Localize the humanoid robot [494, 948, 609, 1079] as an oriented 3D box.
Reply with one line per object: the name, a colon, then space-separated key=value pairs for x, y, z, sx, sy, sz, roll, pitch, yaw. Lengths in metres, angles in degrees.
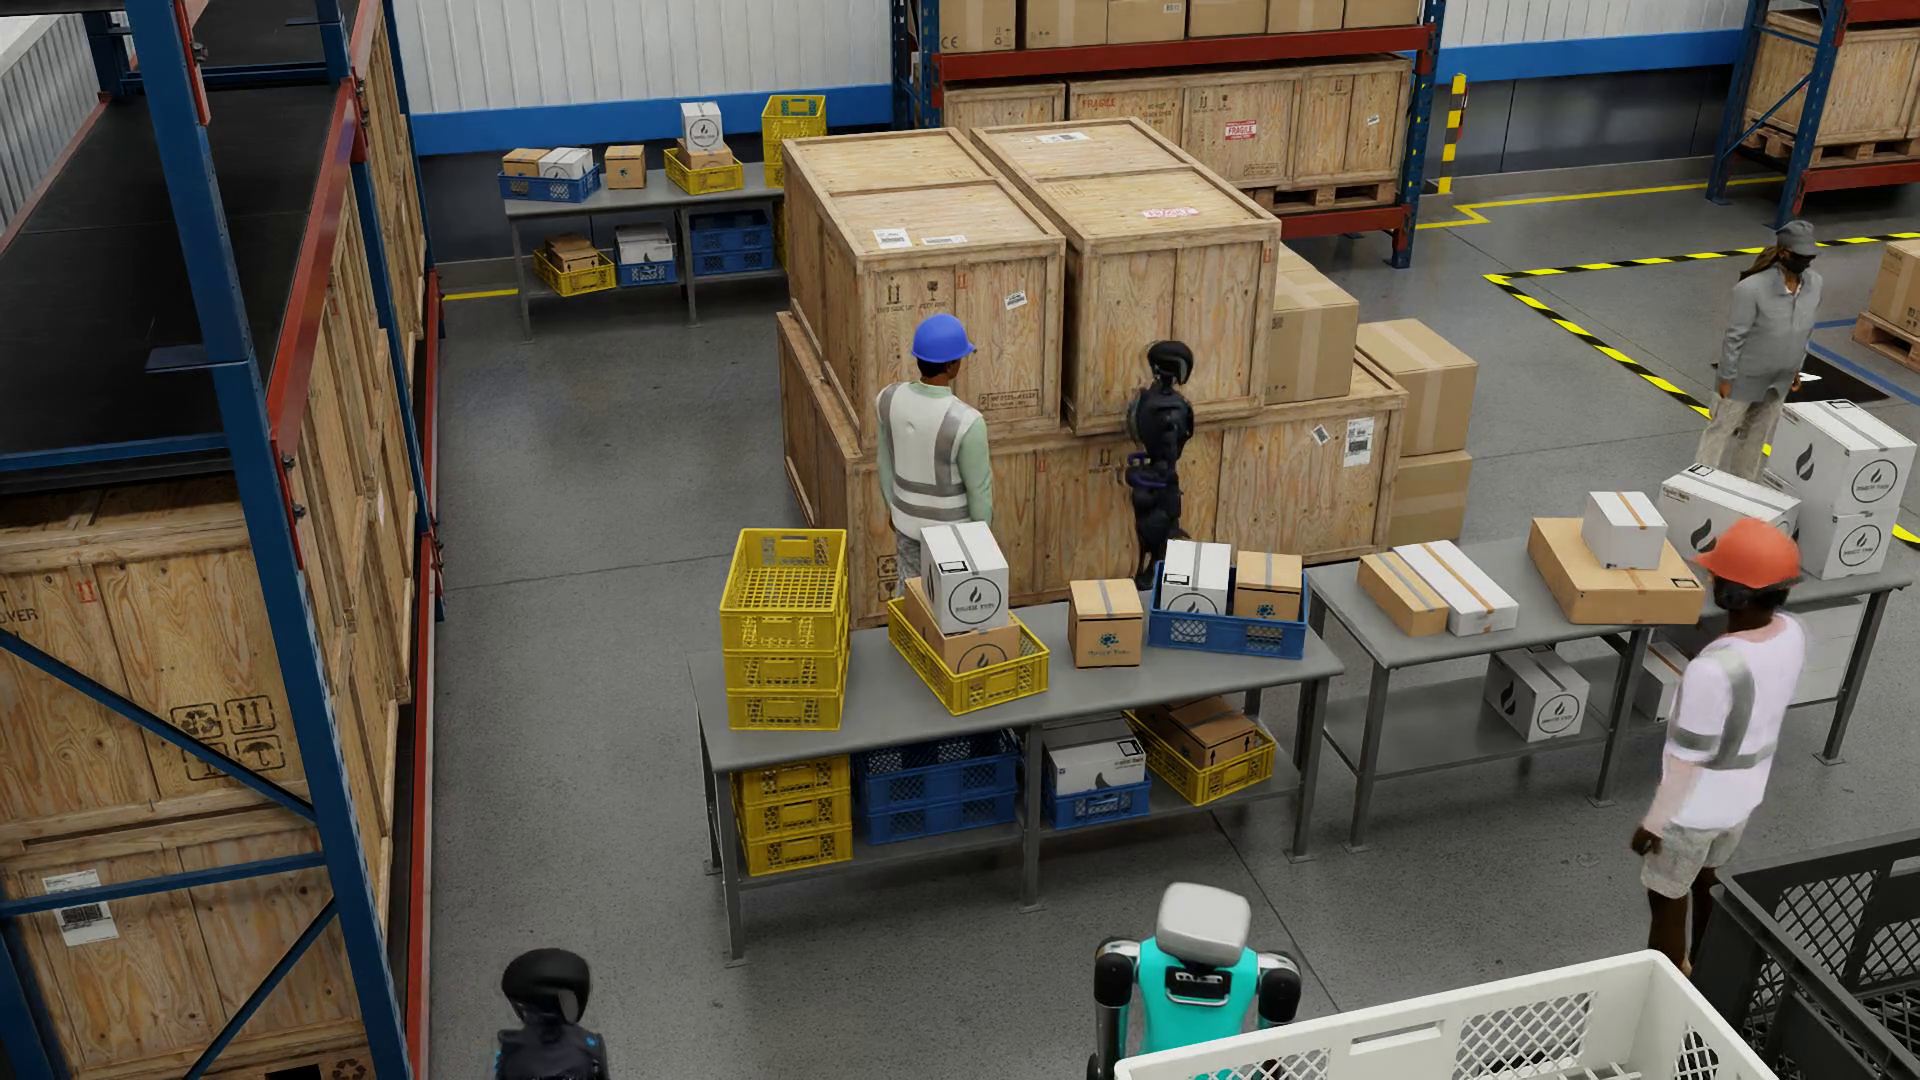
humanoid robot: x=-1.052 y=1.754 z=4.519 sx=0.791 sy=1.620 sz=0.595 roll=-7 pitch=30 yaw=-12

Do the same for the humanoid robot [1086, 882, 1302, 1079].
humanoid robot: x=0.573 y=1.752 z=4.316 sx=0.531 sy=1.694 sz=0.744 roll=3 pitch=29 yaw=6

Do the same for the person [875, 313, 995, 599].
person: x=-0.099 y=-0.099 z=7.556 sx=0.613 sy=1.946 sz=0.386 roll=21 pitch=35 yaw=33

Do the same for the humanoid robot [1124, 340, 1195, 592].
humanoid robot: x=0.888 y=-0.217 z=8.079 sx=0.689 sy=1.633 sz=0.584 roll=-2 pitch=29 yaw=-4

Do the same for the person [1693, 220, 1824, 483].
person: x=4.440 y=-0.930 z=9.247 sx=0.564 sy=1.769 sz=0.394 roll=-8 pitch=30 yaw=-14

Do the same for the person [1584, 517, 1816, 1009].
person: x=2.554 y=0.849 z=5.743 sx=0.612 sy=2.039 sz=0.381 roll=-20 pitch=35 yaw=-32
